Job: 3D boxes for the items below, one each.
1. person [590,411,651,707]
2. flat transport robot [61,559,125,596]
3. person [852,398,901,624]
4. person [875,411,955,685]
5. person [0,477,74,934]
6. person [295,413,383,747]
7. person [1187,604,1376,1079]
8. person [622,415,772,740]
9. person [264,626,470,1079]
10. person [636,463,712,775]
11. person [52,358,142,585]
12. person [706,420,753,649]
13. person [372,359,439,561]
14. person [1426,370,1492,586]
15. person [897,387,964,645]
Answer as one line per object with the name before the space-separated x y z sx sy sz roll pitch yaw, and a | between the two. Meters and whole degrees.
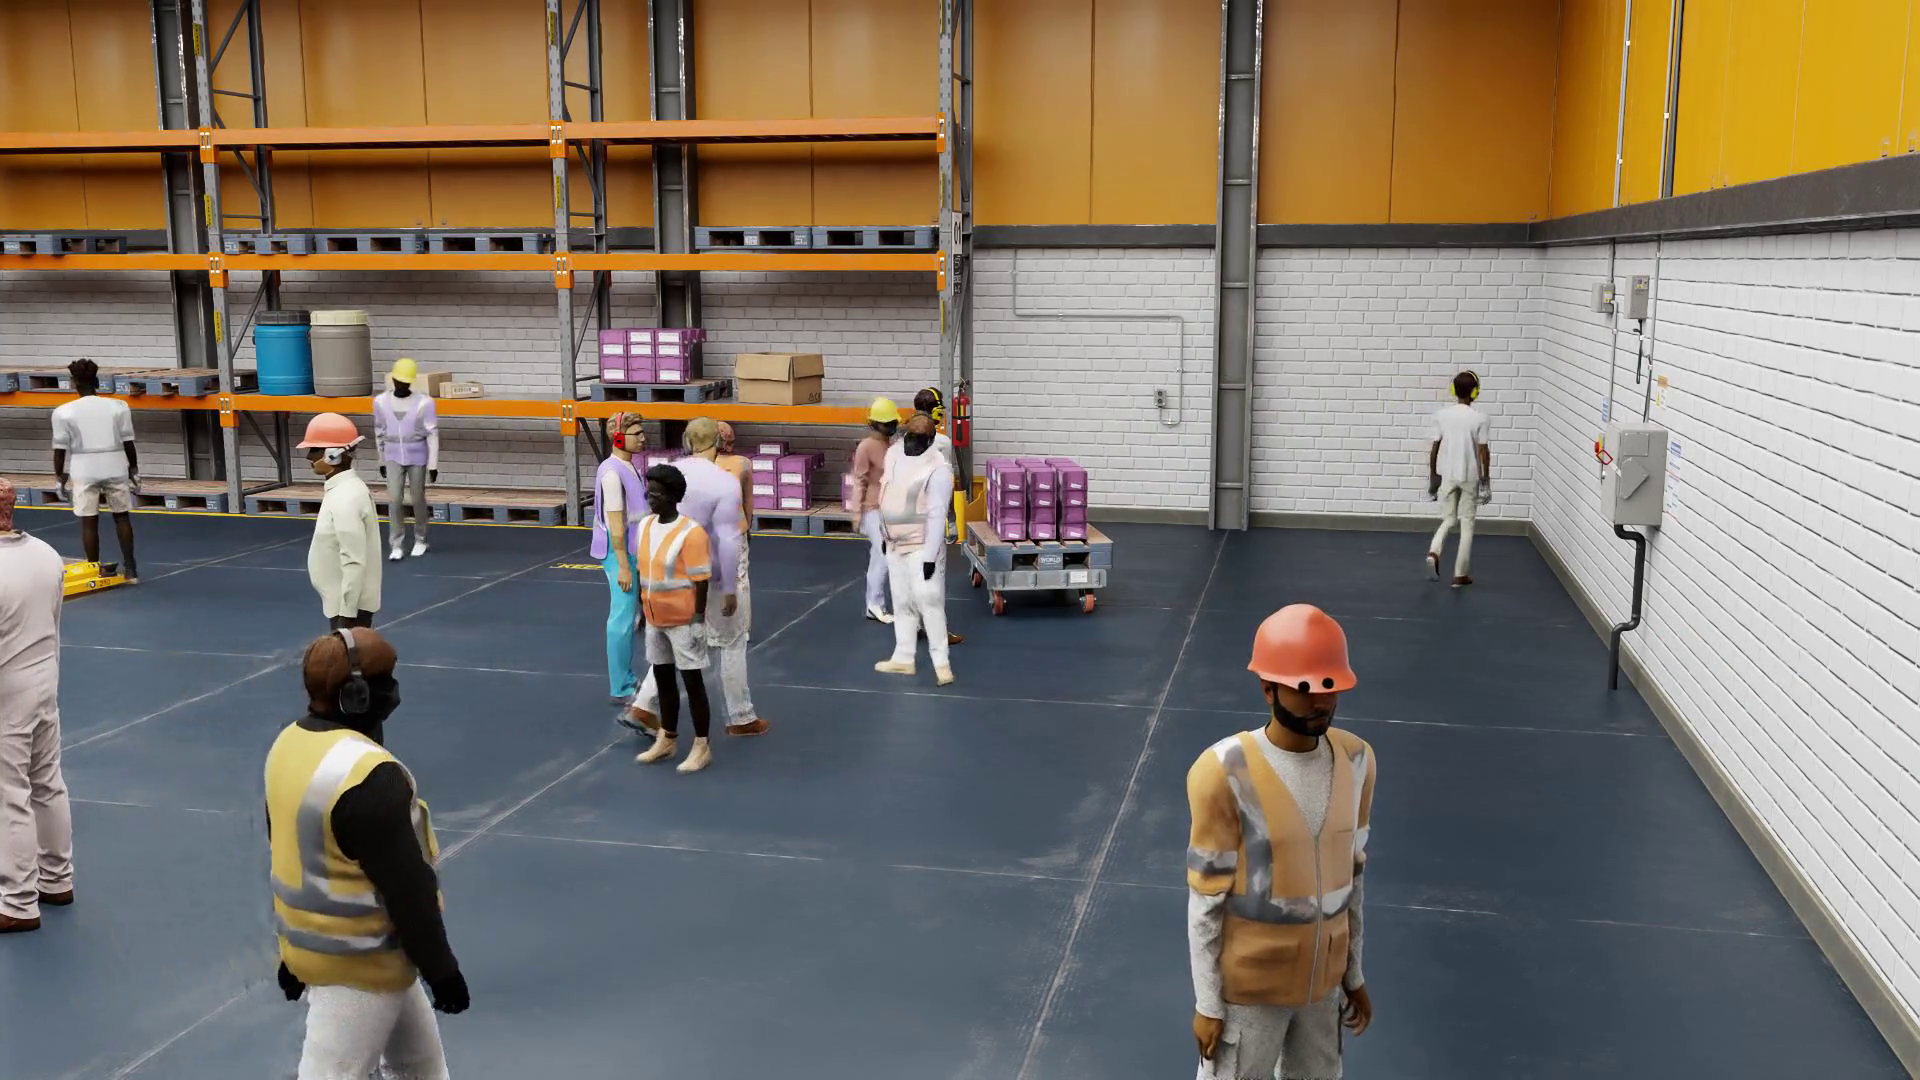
person | -2.104 0.116 10.394 0.389 1.847 0.567 -1 10 -5
flat transport robot | -7.874 0.284 14.053 1.431 0.197 0.652 3 10 20
person | -0.594 -0.208 12.607 0.453 1.738 0.628 6 11 32
person | -0.319 0.045 10.956 0.432 1.810 0.695 -7 12 -35
person | -3.981 0.674 6.912 0.407 1.908 0.641 0 10 1
person | -3.210 0.331 8.681 0.385 1.993 0.624 -3 10 -19
person | 0.833 1.109 4.241 0.547 1.938 0.377 -4 11 -25
person | -1.545 0.244 9.523 0.654 1.890 0.745 6 11 33
person | -1.687 1.131 4.549 0.961 1.805 0.618 -7 12 -35
person | -1.563 0.422 9.023 0.541 1.696 0.318 8 13 40
person | -7.292 -0.557 14.059 0.652 1.956 0.436 -7 12 -35
person | -1.700 -0.040 11.927 0.511 1.641 0.307 -8 12 -39
person | -5.105 -0.734 15.341 0.605 1.874 0.887 -1 10 -5
person | 4.216 -0.501 14.027 0.516 1.856 0.551 8 13 41
person | -0.224 -0.165 11.987 0.515 1.872 0.328 7 12 35
